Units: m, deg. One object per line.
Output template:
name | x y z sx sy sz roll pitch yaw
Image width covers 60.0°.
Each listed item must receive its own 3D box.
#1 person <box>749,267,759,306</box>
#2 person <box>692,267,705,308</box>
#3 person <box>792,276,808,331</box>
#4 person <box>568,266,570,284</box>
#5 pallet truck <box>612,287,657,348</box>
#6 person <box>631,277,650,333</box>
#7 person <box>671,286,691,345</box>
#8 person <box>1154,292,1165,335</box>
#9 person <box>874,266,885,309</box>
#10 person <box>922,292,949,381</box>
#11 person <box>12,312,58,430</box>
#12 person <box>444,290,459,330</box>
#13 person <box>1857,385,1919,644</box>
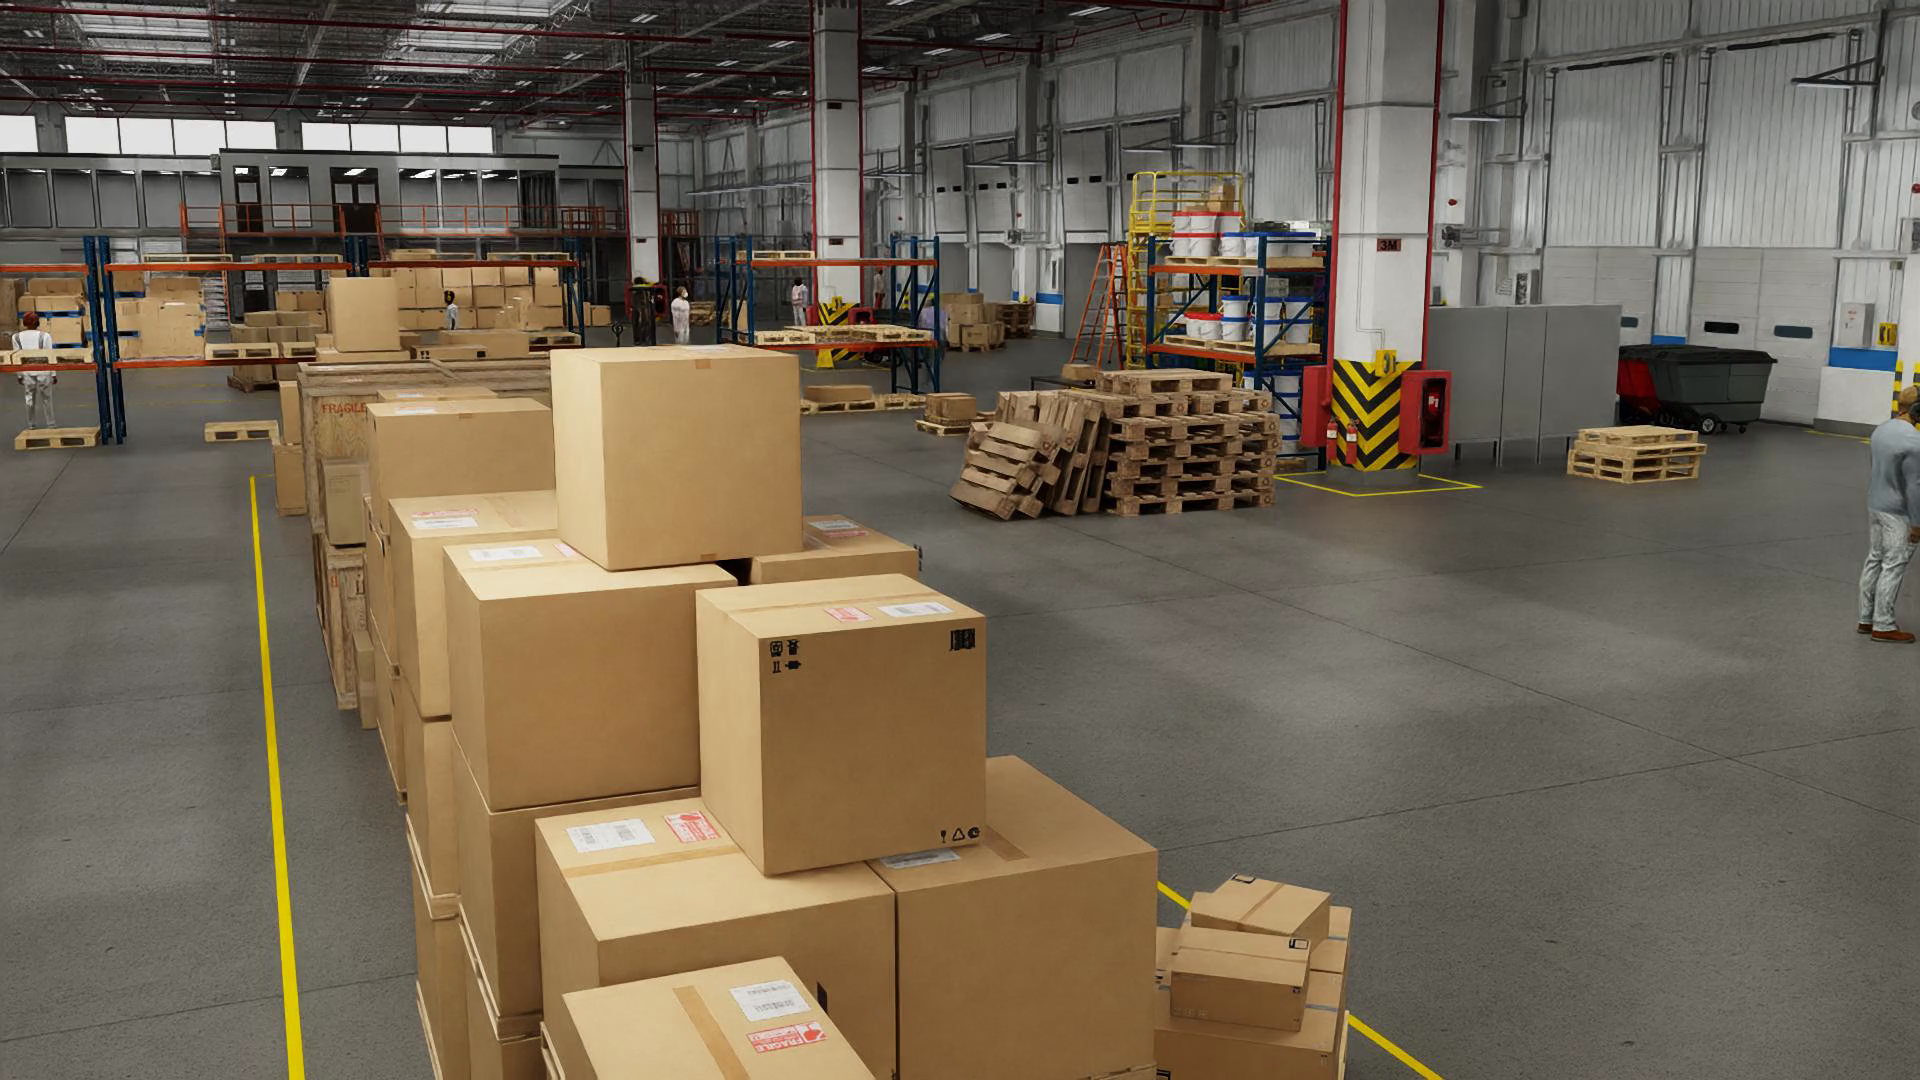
person | -9.190 -11.266 73.483 0.376 1.909 0.717 -10 14 -43
person | -9.779 -9.272 62.437 0.618 1.918 0.563 2 10 10
person | -4.960 -7.186 51.177 0.621 1.838 0.429 10 14 43
person | -16.810 -10.964 71.866 0.361 1.883 0.574 -7 12 -33
pallet truck | -6.464 -4.406 35.401 0.823 1.965 1.885 6 12 32
person | -9.945 -7.300 51.860 0.432 1.817 0.661 5 11 25
person | -6.223 -4.710 37.240 0.373 1.940 0.629 3 11 17
person | 4.984 -5.651 42.566 0.593 1.894 0.830 -8 13 -38
person | -3.000 -9.262 62.176 0.377 1.995 0.608 5 11 26
person | -0.522 -4.230 34.673 0.611 1.910 0.521 5 12 27
person | -14.128 -2.542 25.447 0.572 1.883 0.356 -2 10 -10
person | -11.126 -4.524 36.407 0.329 1.873 0.515 -2 11 -12
person | 6.970 -0.190 12.372 0.387 1.930 0.632 0 10 1
